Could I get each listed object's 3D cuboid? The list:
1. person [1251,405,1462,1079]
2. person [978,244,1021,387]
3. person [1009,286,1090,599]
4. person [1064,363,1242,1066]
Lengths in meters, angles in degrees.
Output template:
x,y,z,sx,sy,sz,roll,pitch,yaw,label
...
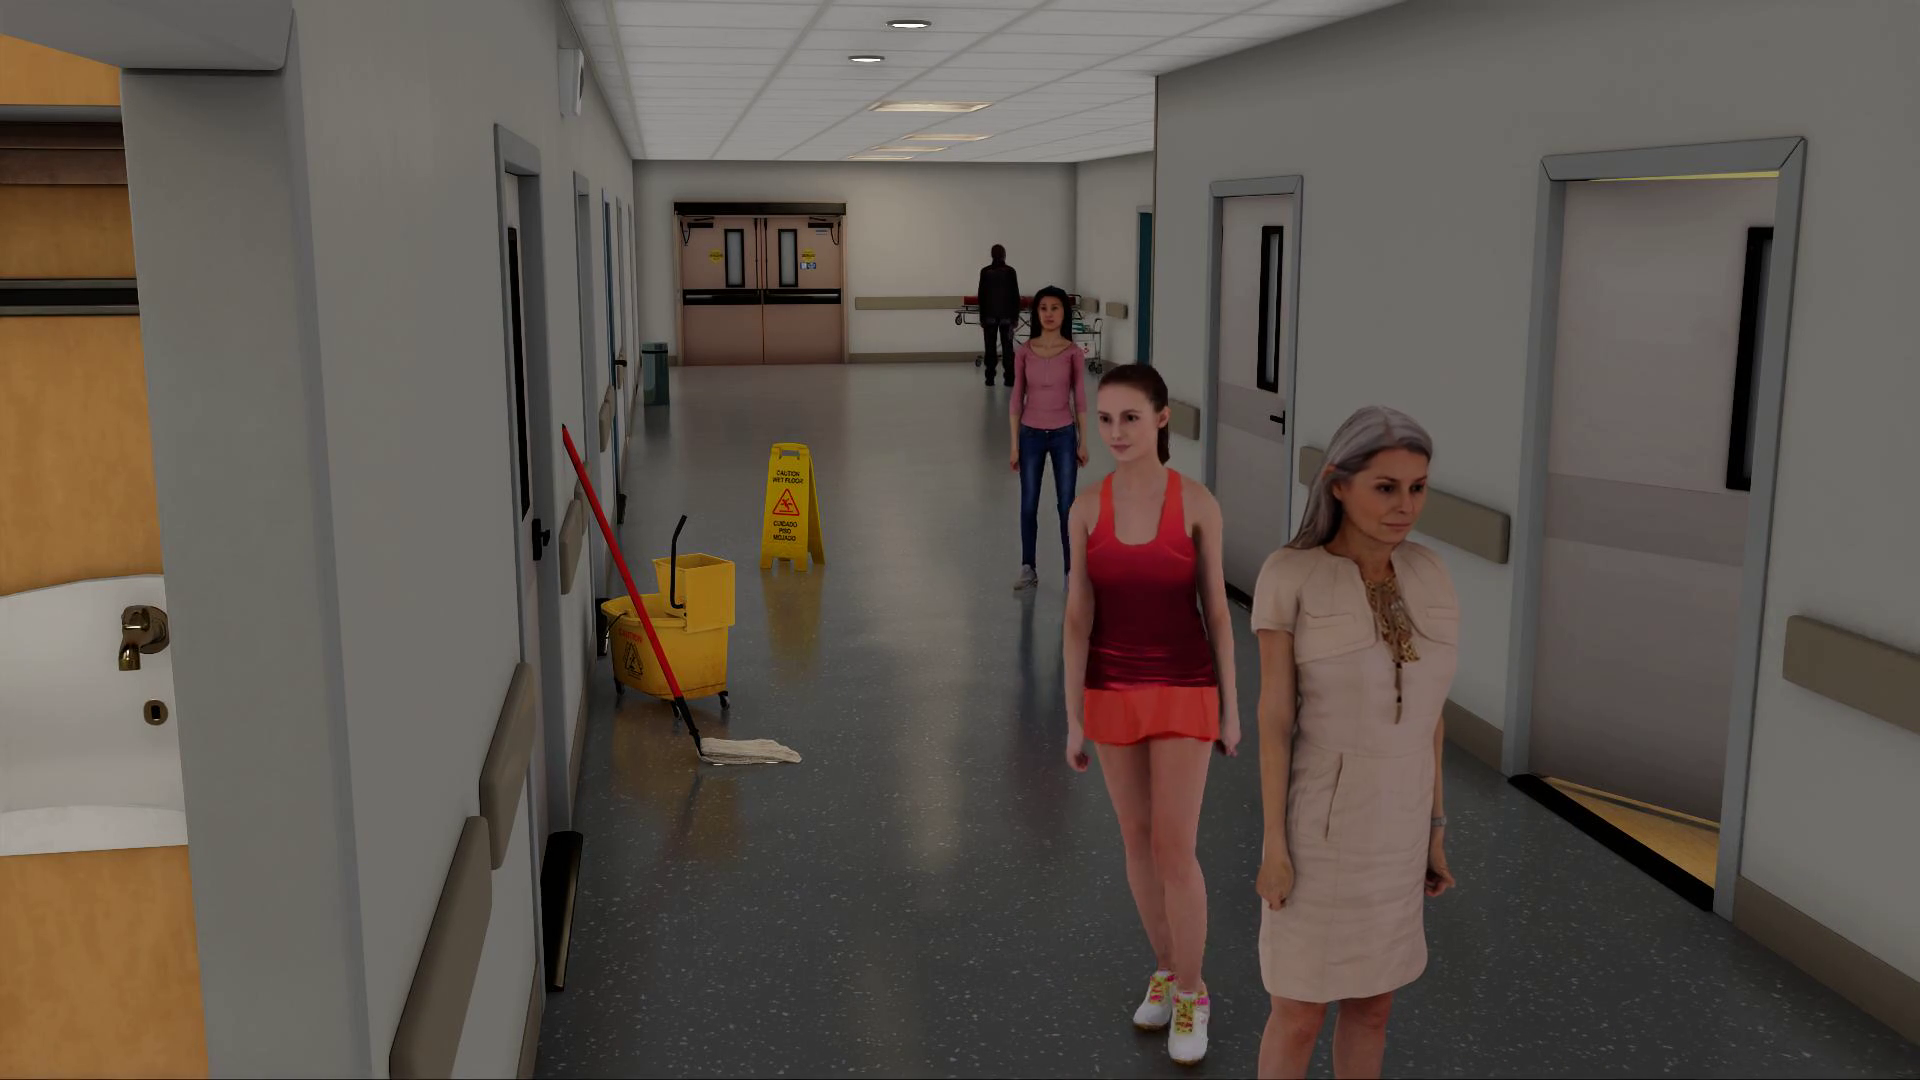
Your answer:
x,y,z,sx,sy,sz,roll,pitch,yaw,label
0.752,0.600,3.250,0.636,1.738,0.602,-4,11,-20,person
0.498,-2.923,21.586,0.775,1.823,0.724,2,11,9,person
0.493,-0.565,9.391,0.706,1.738,0.755,2,11,12,person
0.515,0.410,4.280,0.744,1.729,0.807,4,12,21,person
